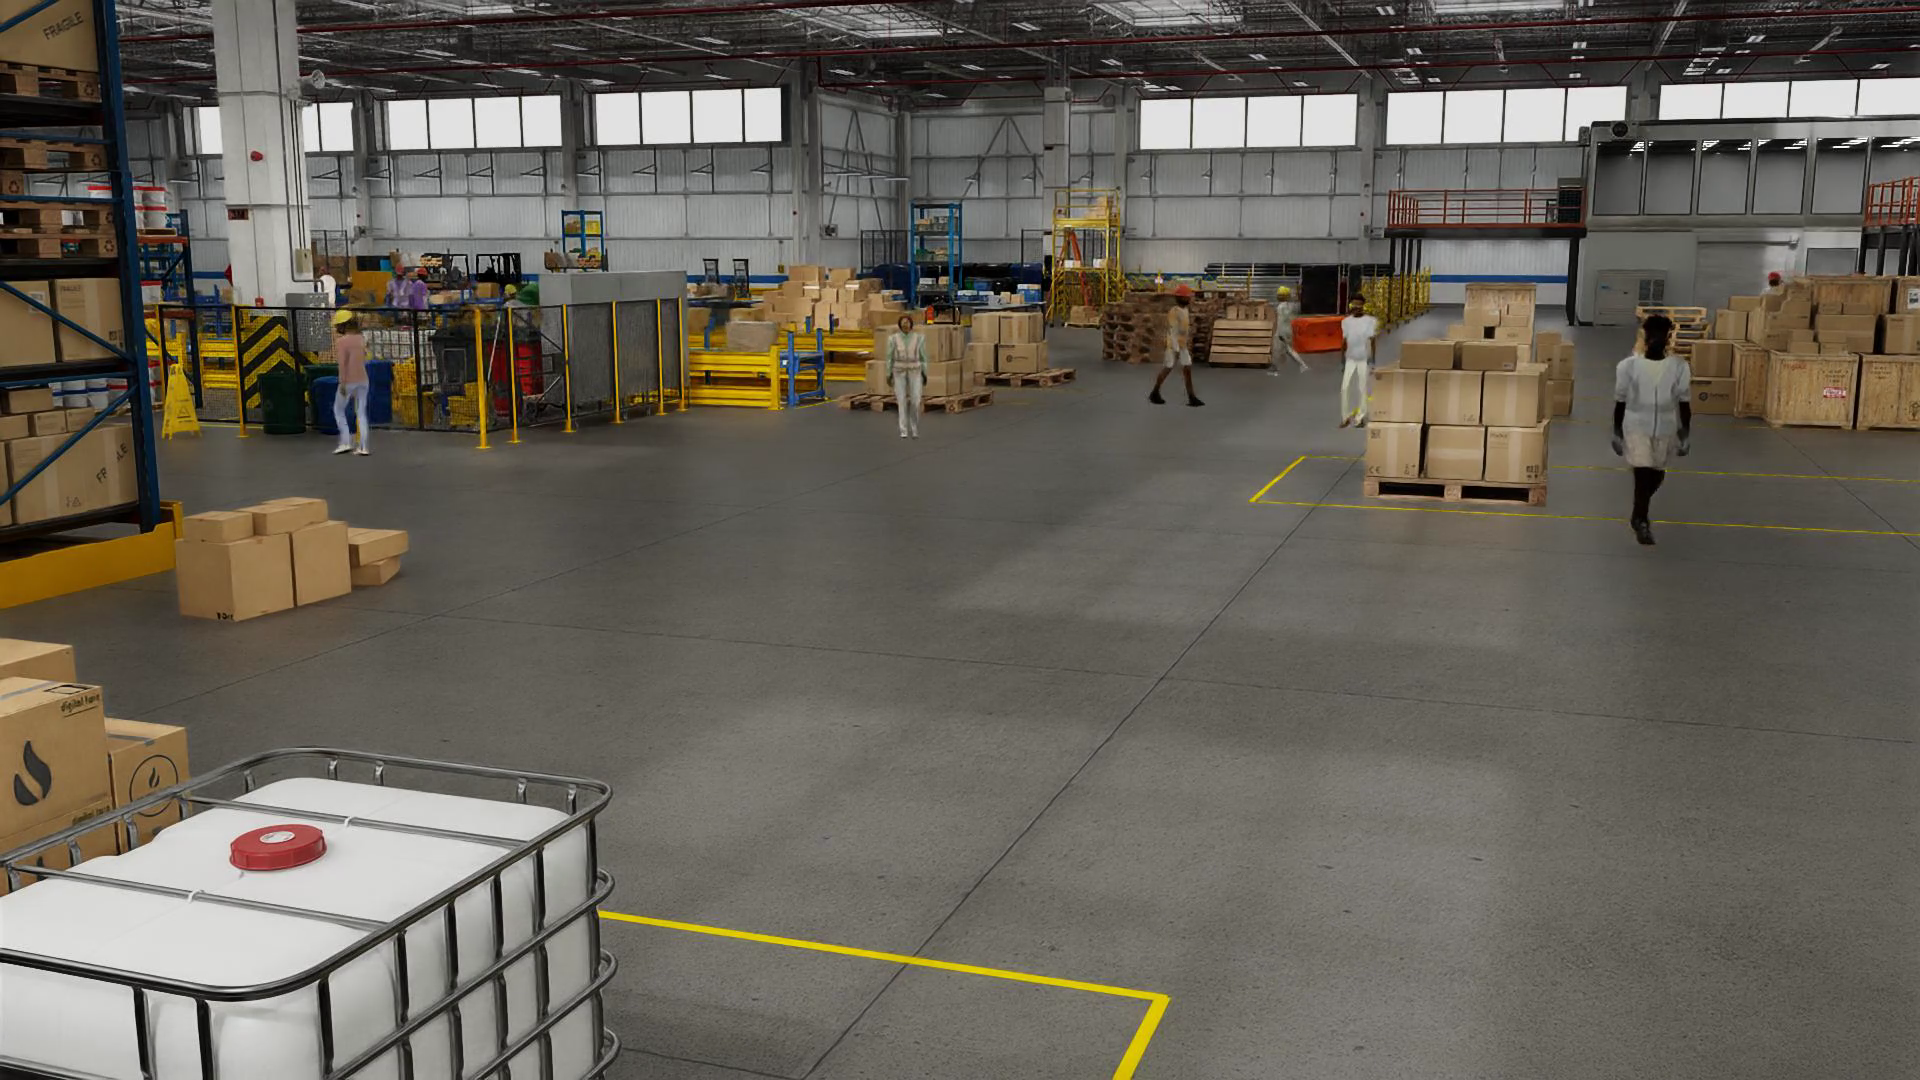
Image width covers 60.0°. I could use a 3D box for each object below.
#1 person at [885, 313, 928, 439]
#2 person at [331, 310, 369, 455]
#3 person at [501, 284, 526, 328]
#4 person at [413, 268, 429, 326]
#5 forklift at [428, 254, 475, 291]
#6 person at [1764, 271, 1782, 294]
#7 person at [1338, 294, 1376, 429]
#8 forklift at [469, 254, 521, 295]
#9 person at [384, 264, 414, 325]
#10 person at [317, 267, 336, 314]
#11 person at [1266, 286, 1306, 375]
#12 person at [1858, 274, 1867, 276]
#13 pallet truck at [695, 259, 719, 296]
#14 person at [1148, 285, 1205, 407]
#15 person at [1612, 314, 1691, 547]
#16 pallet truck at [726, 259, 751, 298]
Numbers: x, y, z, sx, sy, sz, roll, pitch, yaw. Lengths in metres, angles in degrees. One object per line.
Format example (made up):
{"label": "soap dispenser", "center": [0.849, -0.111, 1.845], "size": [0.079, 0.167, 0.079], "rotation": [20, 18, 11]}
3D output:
{"label": "person", "center": [-0.689, -2.107, 21.461], "size": [0.548, 1.617, 0.610], "rotation": [0, 10, -2]}
{"label": "person", "center": [-7.272, -1.874, 19.849], "size": [0.544, 1.733, 0.522], "rotation": [5, 11, 25]}
{"label": "person", "center": [-8.135, -3.795, 30.495], "size": [0.852, 1.801, 0.601], "rotation": [5, 11, 25]}
{"label": "person", "center": [-13.401, -5.813, 41.487], "size": [0.375, 1.930, 0.542], "rotation": [-9, 14, -43]}
{"label": "forklift", "center": [-20.133, -10.254, 65.465], "size": [1.157, 1.987, 2.680], "rotation": [3, 11, 19]}
{"label": "person", "center": [17.627, -4.822, 35.879], "size": [1.010, 1.952, 0.595], "rotation": [-2, 10, -12]}
{"label": "person", "center": [5.396, -2.413, 22.595], "size": [0.535, 1.846, 0.748], "rotation": [5, 11, 27]}
{"label": "forklift", "center": [-17.990, -10.121, 64.684], "size": [1.157, 1.987, 2.680], "rotation": [3, 11, 17]}
{"label": "person", "center": [-13.844, -5.770, 40.991], "size": [0.692, 2.021, 0.616], "rotation": [-1, 10, -3]}
{"label": "person", "center": [-17.694, -6.669, 46.424], "size": [0.396, 1.899, 0.644], "rotation": [3, 11, 19]}
{"label": "person", "center": [6.249, -3.993, 31.824], "size": [0.706, 1.718, 0.489], "rotation": [9, 14, 42]}
{"label": "person", "center": [18.907, -4.691, 35.310], "size": [0.621, 1.885, 0.445], "rotation": [2, 10, 13]}
{"label": "pallet truck", "center": [-9.165, -9.627, 62.776], "size": [0.823, 1.965, 1.885], "rotation": [4, 11, 23]}
{"label": "person", "center": [3.354, -3.024, 25.894], "size": [0.965, 1.897, 0.559], "rotation": [8, 13, 39]}
{"label": "person", "center": [5.844, -0.949, 14.103], "size": [0.609, 1.940, 0.896], "rotation": [1, 10, 8]}
{"label": "pallet truck", "center": [-7.986, -9.493, 62.019], "size": [0.823, 1.965, 1.885], "rotation": [3, 11, 17]}
